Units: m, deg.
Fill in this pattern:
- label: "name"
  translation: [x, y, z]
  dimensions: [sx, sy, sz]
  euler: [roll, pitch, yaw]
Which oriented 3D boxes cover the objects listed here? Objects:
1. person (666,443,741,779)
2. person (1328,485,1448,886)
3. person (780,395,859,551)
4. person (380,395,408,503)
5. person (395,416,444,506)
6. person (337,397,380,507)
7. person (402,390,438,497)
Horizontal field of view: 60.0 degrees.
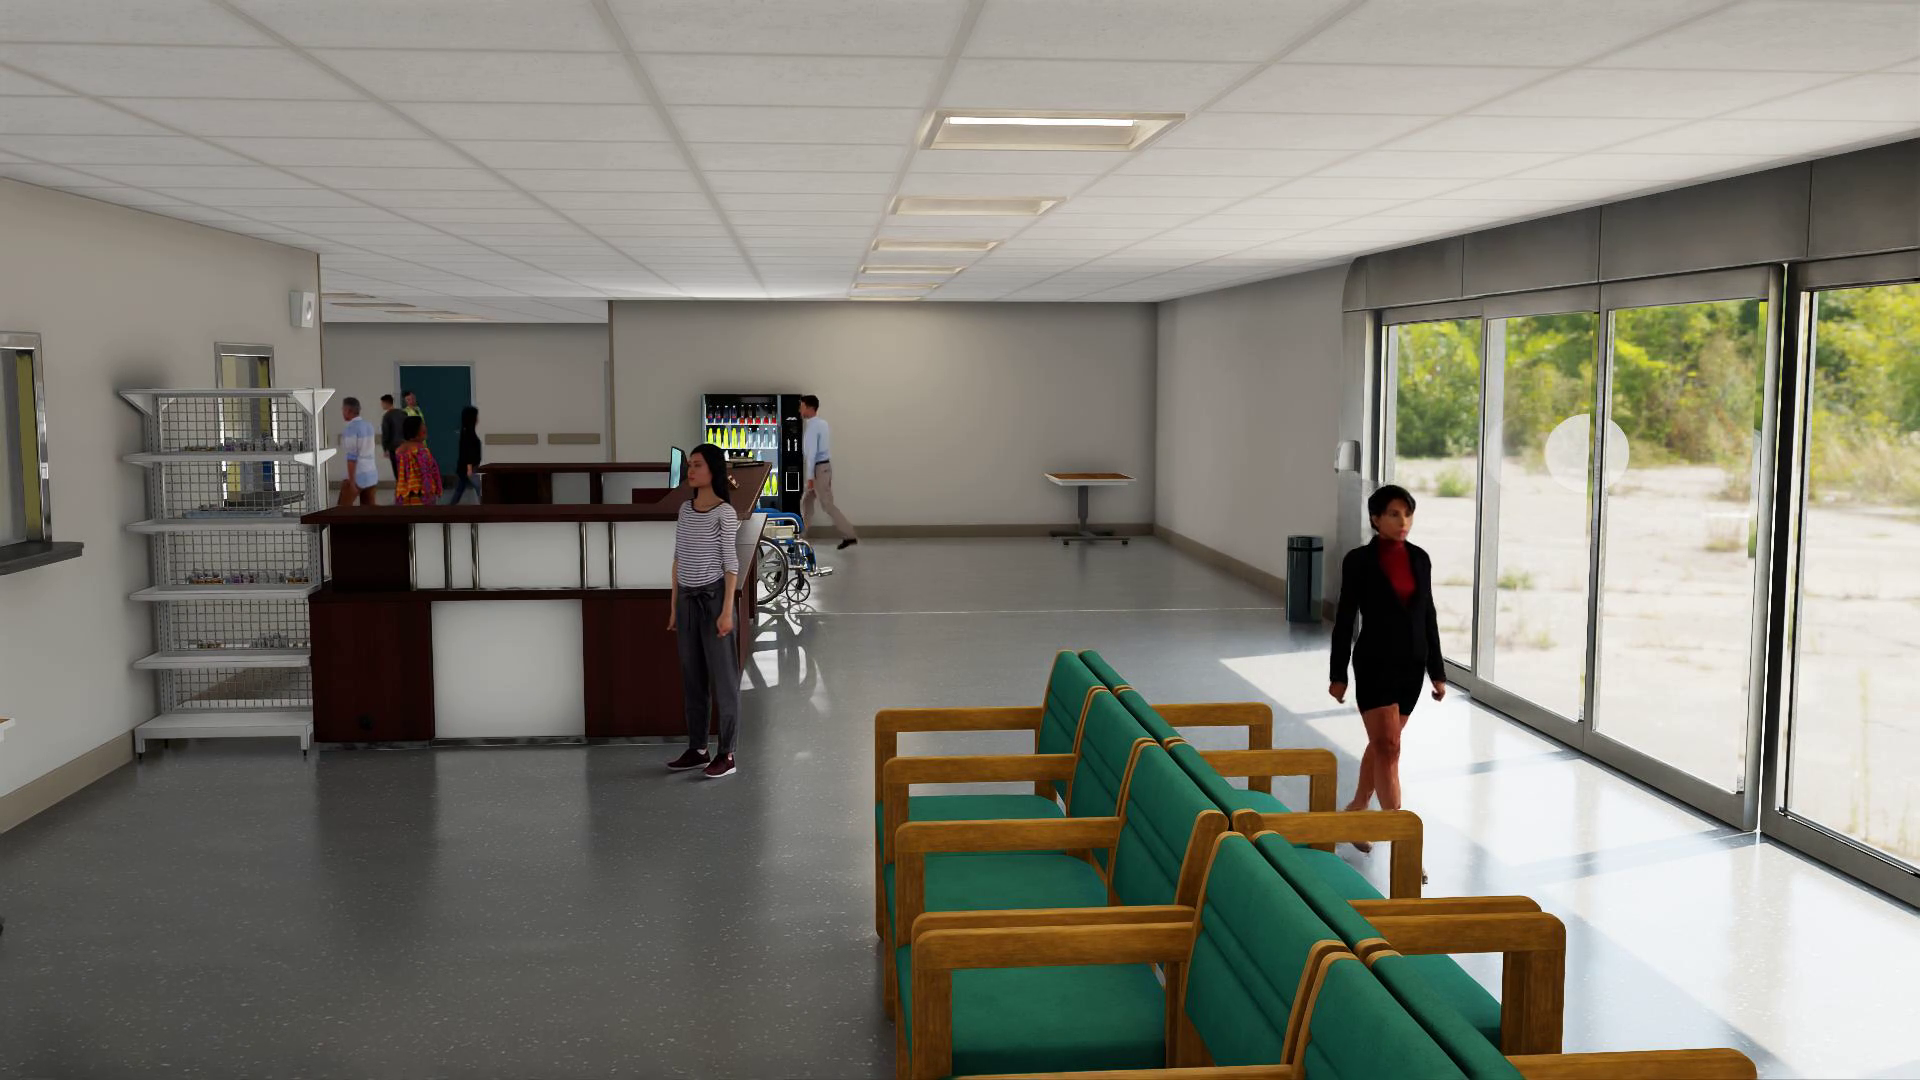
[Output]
- label: "person"
  translation: [-1.317, 0.358, 8.675]
  dimensions: [0.659, 1.734, 0.731]
  euler: [4, 7, 37]
- label: "person"
  translation: [1.752, 0.602, 6.959]
  dimensions: [0.991, 1.592, 0.753]
  euler: [-1, 6, -14]
- label: "person"
  translation: [-1.543, -0.735, 19.210]
  dimensions: [1.248, 1.800, 0.806]
  euler: [1, 6, 13]
- label: "person"
  translation: [-8.972, -1.452, 26.677]
  dimensions: [0.959, 1.732, 0.893]
  euler: [6, 8, 44]
- label: "person"
  translation: [-5.588, -0.469, 17.126]
  dimensions: [0.781, 1.687, 0.841]
  euler: [5, 8, 40]
- label: "person"
  translation: [-6.747, -0.710, 18.926]
  dimensions: [0.780, 1.807, 0.782]
  euler: [2, 6, 16]
- label: "person"
  translation: [-9.045, -1.567, 27.503]
  dimensions: [0.863, 1.794, 0.786]
  euler: [0, 6, -4]
